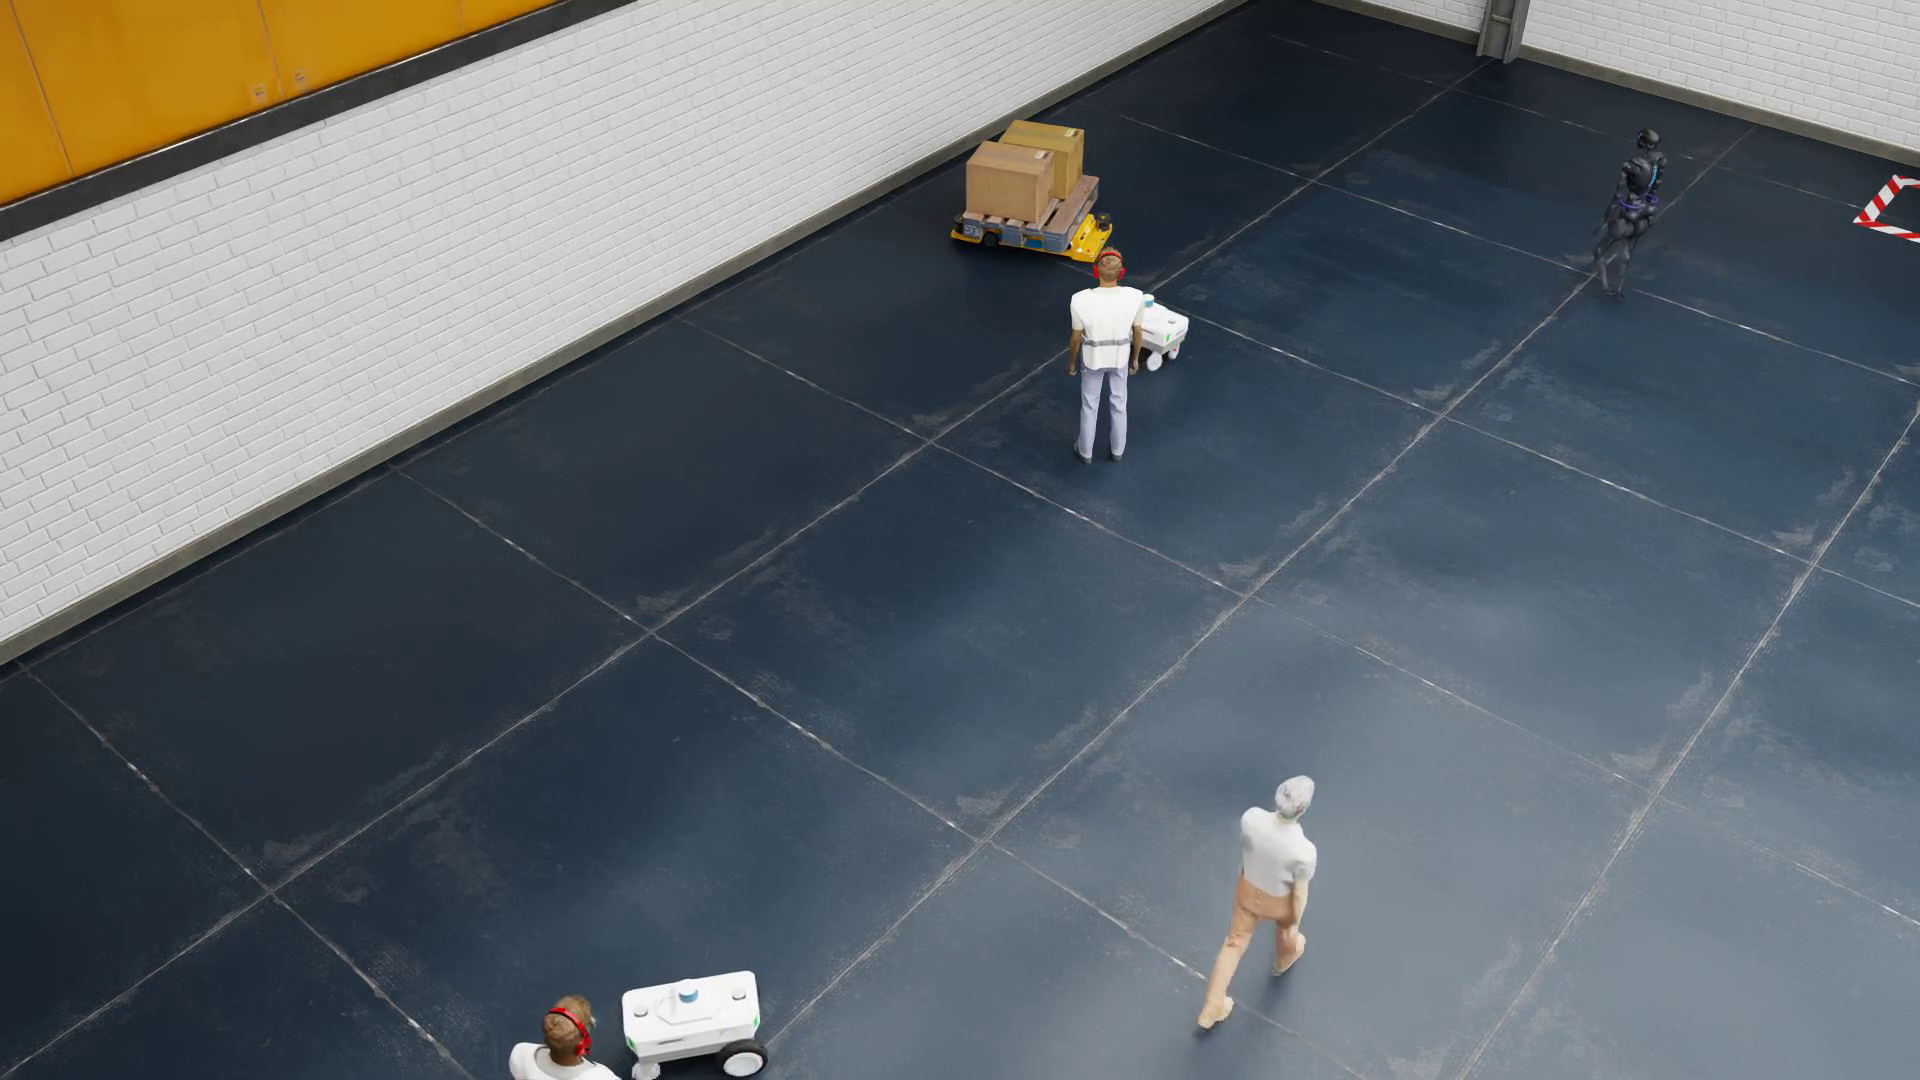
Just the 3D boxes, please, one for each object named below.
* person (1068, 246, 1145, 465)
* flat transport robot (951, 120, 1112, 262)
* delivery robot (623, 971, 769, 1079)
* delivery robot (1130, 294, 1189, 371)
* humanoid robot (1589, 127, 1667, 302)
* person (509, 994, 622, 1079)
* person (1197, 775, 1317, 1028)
[{"bbox_3d":[1.105,-1.376,12.738,0.562,1.846,0.391,-3,39,-4],"label":"person"},{"bbox_3d":[0.693,-3.013,16.026,1.431,0.231,0.659,13,41,15],"label":"flat transport robot"},{"bbox_3d":[-1.401,2.570,8.884,0.812,0.614,0.499,-7,39,-9],"label":"delivery robot"},{"bbox_3d":[1.575,-1.842,14.340,0.761,0.589,0.524,28,47,30],"label":"delivery robot"},{"bbox_3d":[5.941,-2.887,14.744,0.599,1.644,0.335,-18,42,-21],"label":"humanoid robot"},{"bbox_3d":[-1.724,2.754,7.624,0.562,1.834,0.406,14,41,16],"label":"person"},{"bbox_3d":[1.627,1.870,8.818,0.463,1.711,0.884,25,45,28],"label":"person"}]
